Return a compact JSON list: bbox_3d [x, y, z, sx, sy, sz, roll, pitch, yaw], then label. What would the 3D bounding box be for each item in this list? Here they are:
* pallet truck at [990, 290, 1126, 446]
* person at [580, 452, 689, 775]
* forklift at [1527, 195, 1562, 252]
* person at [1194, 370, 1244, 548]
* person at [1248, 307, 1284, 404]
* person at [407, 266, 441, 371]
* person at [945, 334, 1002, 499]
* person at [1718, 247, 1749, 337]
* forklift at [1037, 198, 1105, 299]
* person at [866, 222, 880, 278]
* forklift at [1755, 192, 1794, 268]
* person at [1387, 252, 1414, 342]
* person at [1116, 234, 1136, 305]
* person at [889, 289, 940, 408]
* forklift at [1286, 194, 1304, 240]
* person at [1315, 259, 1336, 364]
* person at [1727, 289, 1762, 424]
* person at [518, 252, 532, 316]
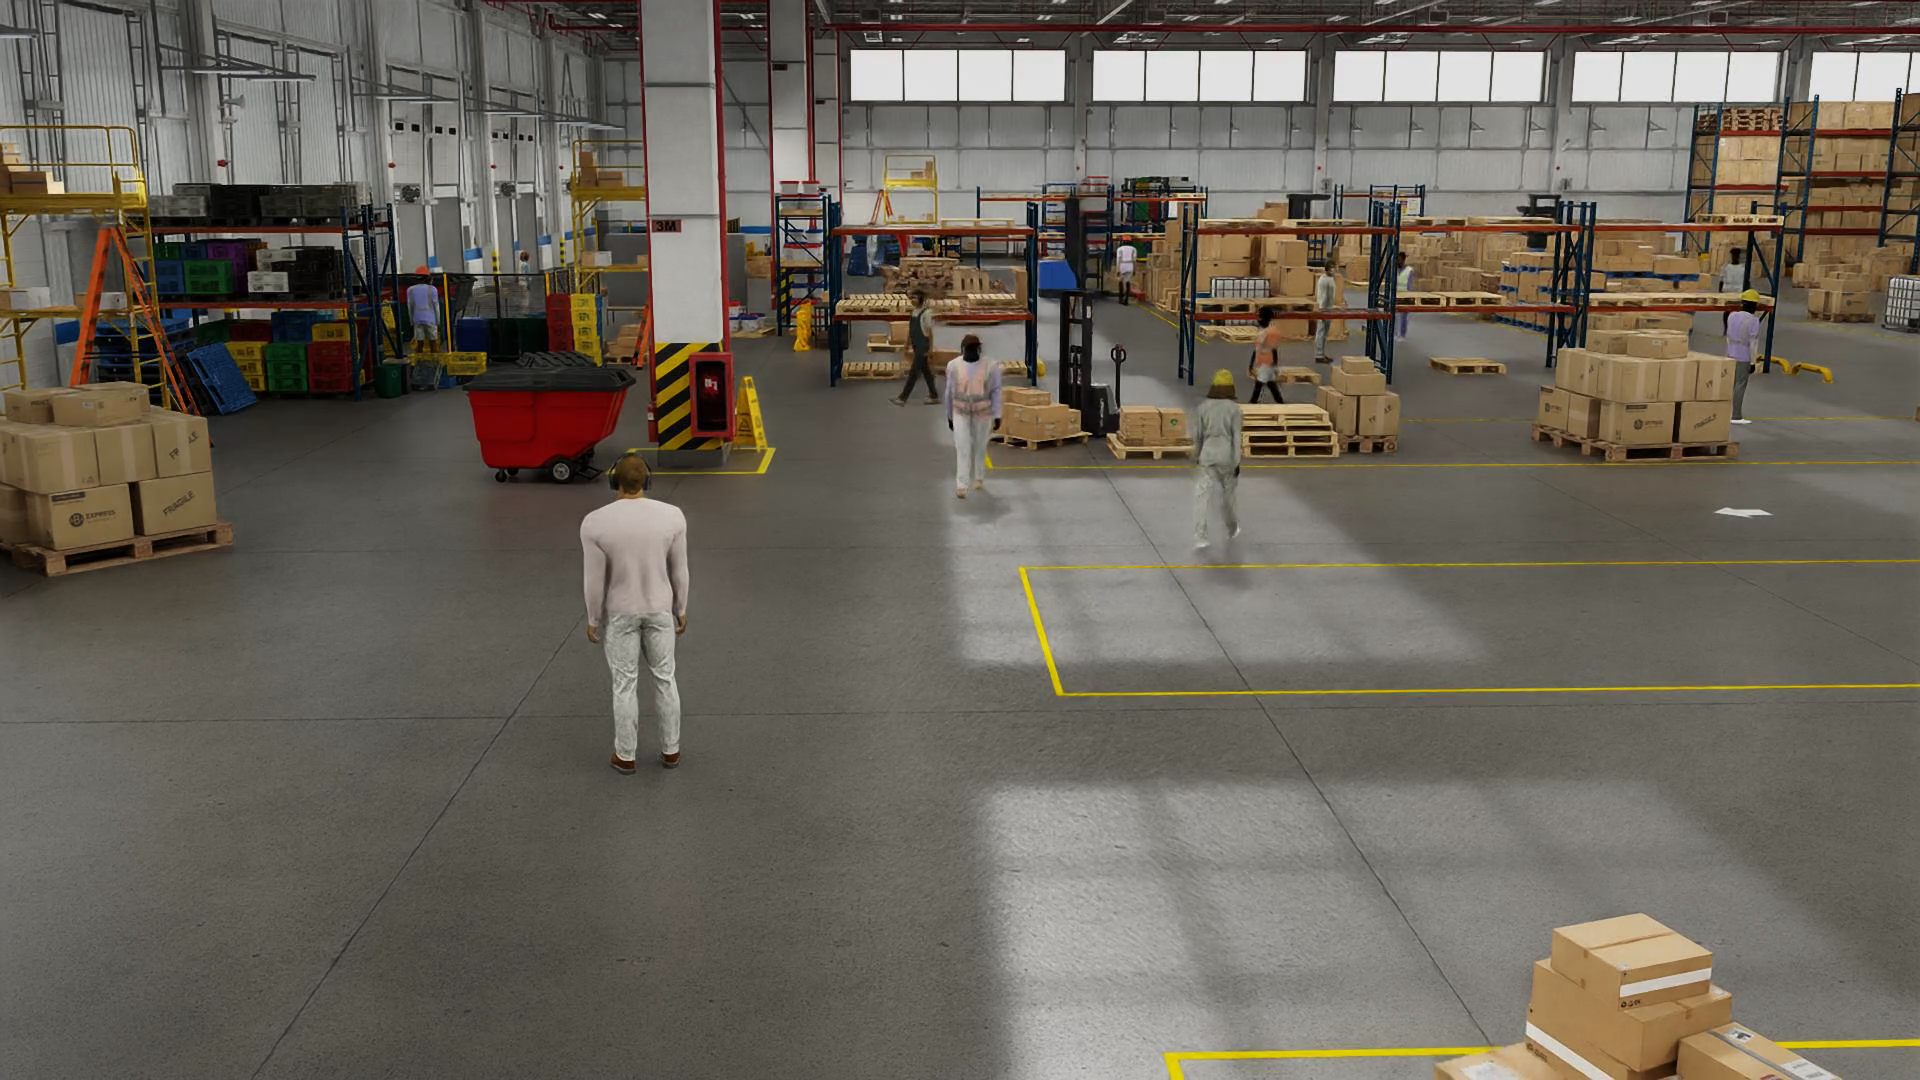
[{"bbox_3d":[1.257,-2.299,22.111,1.885,1.965,0.823,-9,15,-35],"label":"pallet truck"},{"bbox_3d":[-1.918,0.439,9.885,0.627,1.940,0.372,-5,13,-20],"label":"person"},{"bbox_3d":[18.901,-9.790,53.924,1.129,2.768,1.873,0,12,-2],"label":"forklift"},{"bbox_3d":[2.480,-0.789,15.974,0.503,1.691,0.897,7,14,27],"label":"person"},{"bbox_3d":[4.378,-2.538,23.979,0.912,1.640,0.549,-2,13,-11],"label":"person"},{"bbox_3d":[-9.408,-3.846,29.258,0.543,1.928,0.373,-1,13,-3],"label":"person"},{"bbox_3d":[0.152,-1.389,18.471,0.637,1.795,0.965,1,13,5],"label":"person"},{"bbox_3d":[16.876,-5.420,36.311,0.626,1.945,0.561,7,14,29],"label":"person"},{"bbox_3d":[3.114,-8.205,46.768,1.873,2.768,1.129,0,12,-2],"label":"forklift"},{"bbox_3d":[-2.994,-9.811,56.315,0.463,1.870,0.609,7,14,28],"label":"person"},{"bbox_3d":[29.872,-11.239,60.465,1.873,2.768,1.129,0,12,-2],"label":"forklift"},{"bbox_3d":[9.214,-5.099,35.008,0.745,1.891,0.597,-11,17,-41],"label":"person"},{"bbox_3d":[4.472,-7.315,44.960,0.563,1.901,0.859,-1,13,-5],"label":"person"},{"bbox_3d":[-0.680,-2.928,25.409,0.950,1.791,0.533,-7,14,-30],"label":"person"},{"bbox_3d":[11.014,-9.999,54.867,1.873,2.768,1.129,0,12,-2],"label":"forklift"},{"bbox_3d":[6.877,-4.295,31.263,0.376,1.937,0.629,5,14,23],"label":"person"},{"bbox_3d":[11.144,-2.607,23.696,0.399,1.919,0.581,-4,13,-16],"label":"person"},{"bbox_3d":[-10.643,-6.231,40.700,0.314,1.634,0.515,-7,14,-30],"label":"person"}]
